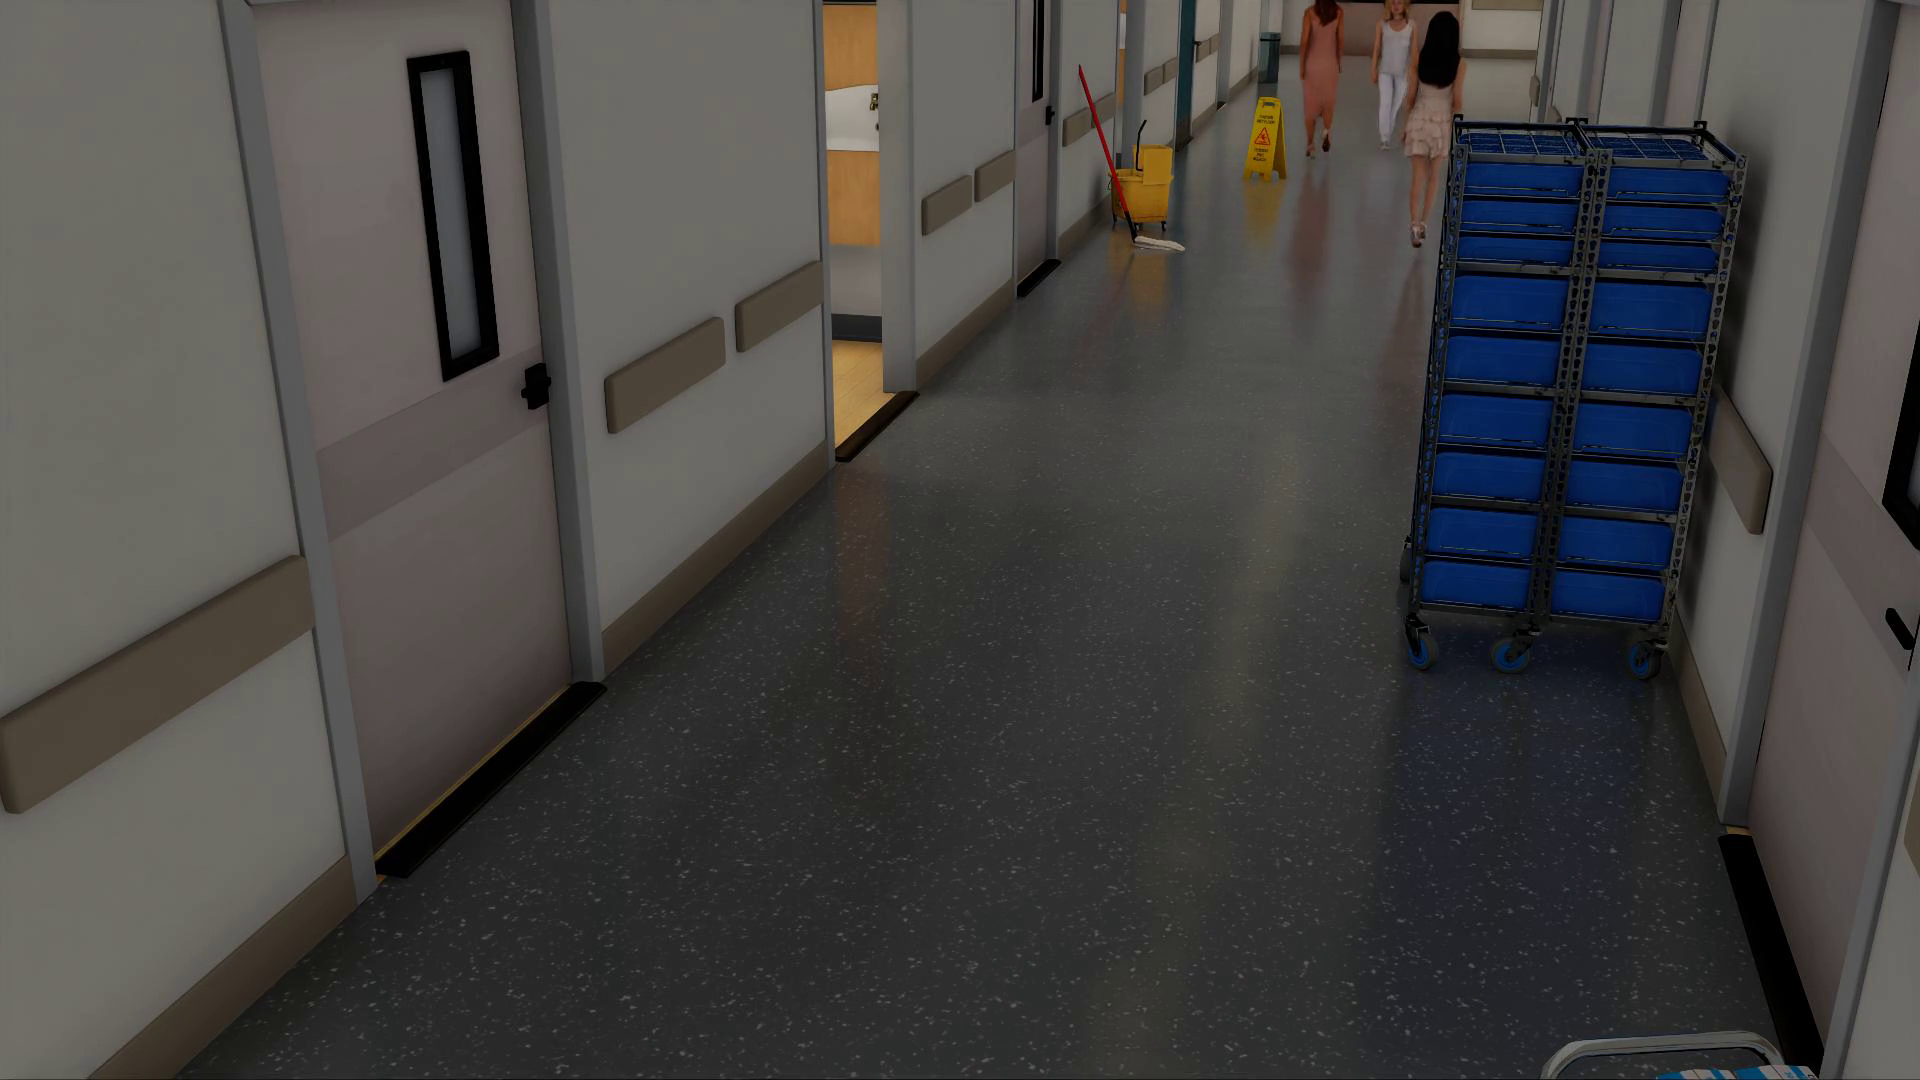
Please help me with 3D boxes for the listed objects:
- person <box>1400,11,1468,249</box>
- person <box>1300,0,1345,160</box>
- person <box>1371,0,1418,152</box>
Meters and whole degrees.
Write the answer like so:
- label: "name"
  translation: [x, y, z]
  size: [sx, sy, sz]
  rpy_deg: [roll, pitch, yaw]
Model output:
- label: "person"
  translation: [3.445, -2.973, 12.267]
  size: [0.635, 1.699, 1.036]
  rpy_deg: [7, 22, 18]
- label: "person"
  translation: [3.658, -4.746, 16.775]
  size: [0.709, 1.822, 0.935]
  rpy_deg: [1, 21, 3]
- label: "person"
  translation: [4.588, -4.960, 17.594]
  size: [0.665, 1.640, 0.892]
  rpy_deg: [2, 21, 6]
